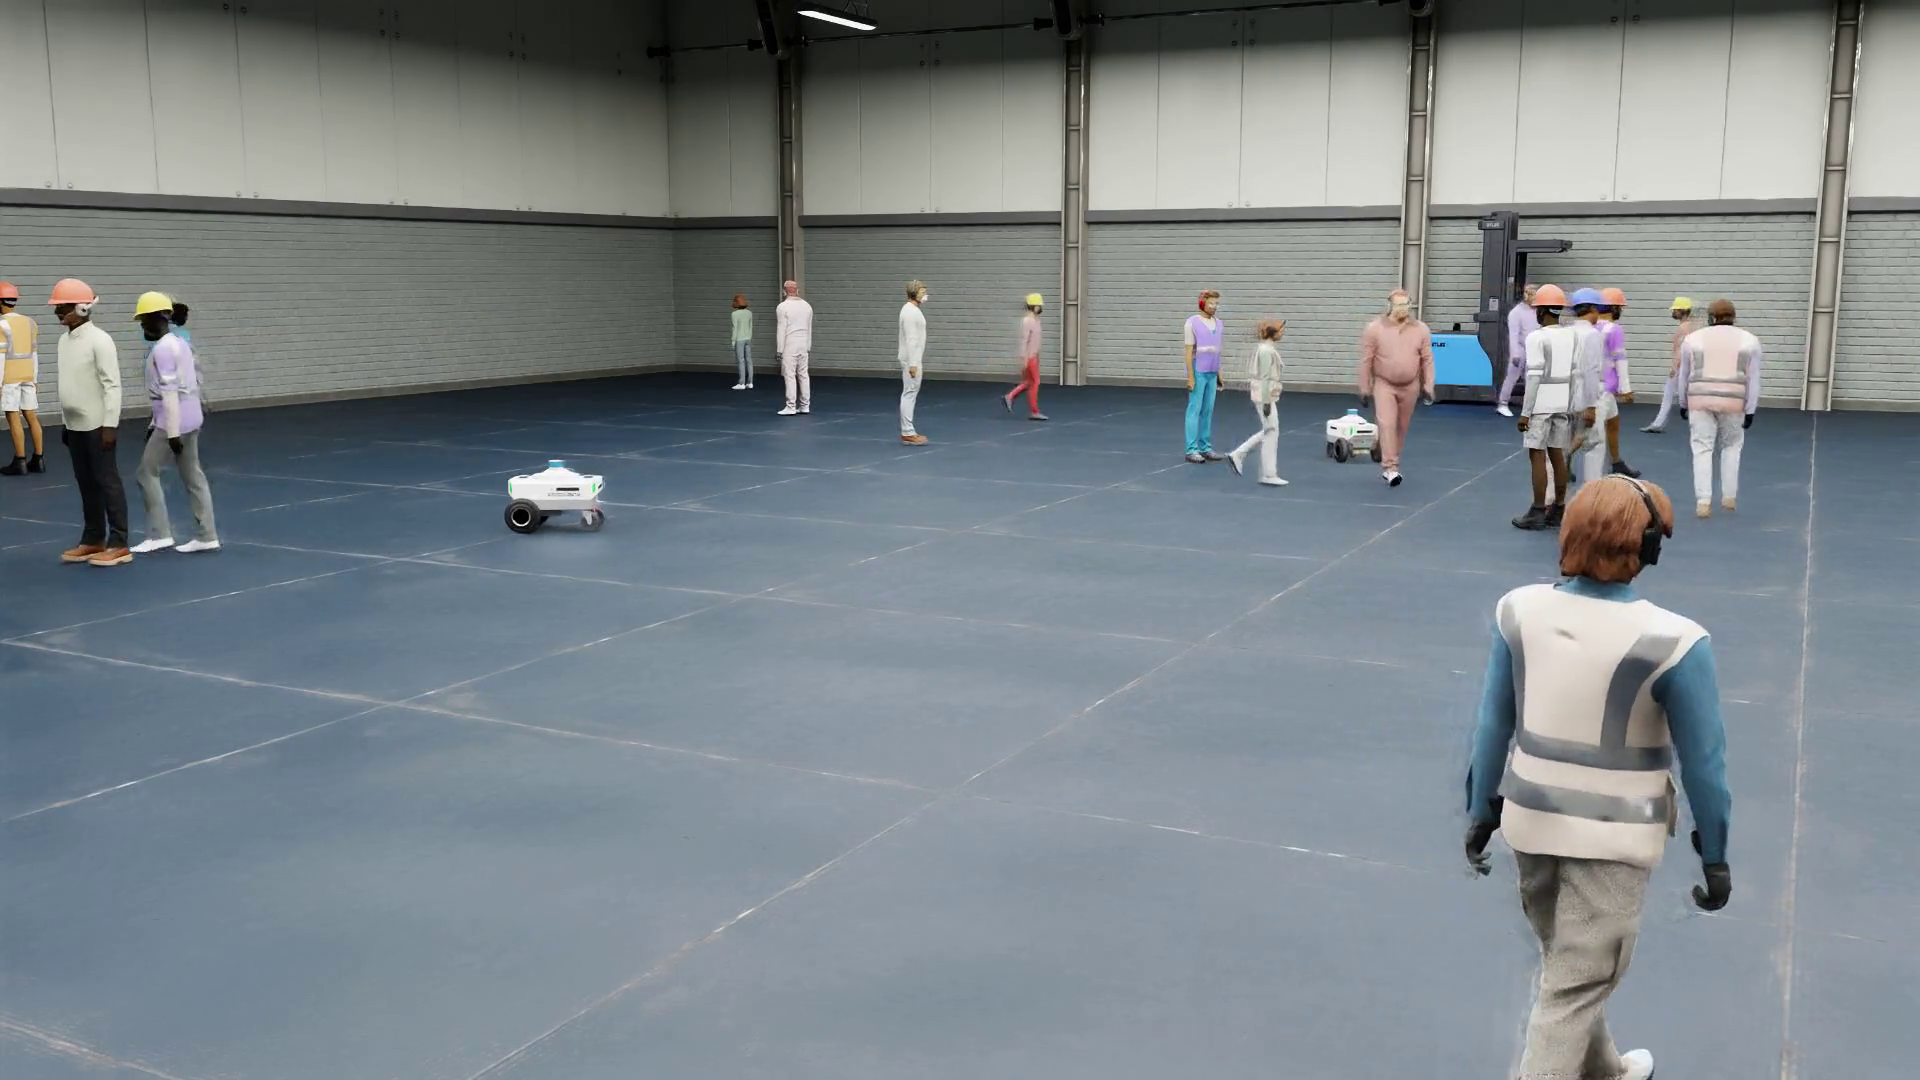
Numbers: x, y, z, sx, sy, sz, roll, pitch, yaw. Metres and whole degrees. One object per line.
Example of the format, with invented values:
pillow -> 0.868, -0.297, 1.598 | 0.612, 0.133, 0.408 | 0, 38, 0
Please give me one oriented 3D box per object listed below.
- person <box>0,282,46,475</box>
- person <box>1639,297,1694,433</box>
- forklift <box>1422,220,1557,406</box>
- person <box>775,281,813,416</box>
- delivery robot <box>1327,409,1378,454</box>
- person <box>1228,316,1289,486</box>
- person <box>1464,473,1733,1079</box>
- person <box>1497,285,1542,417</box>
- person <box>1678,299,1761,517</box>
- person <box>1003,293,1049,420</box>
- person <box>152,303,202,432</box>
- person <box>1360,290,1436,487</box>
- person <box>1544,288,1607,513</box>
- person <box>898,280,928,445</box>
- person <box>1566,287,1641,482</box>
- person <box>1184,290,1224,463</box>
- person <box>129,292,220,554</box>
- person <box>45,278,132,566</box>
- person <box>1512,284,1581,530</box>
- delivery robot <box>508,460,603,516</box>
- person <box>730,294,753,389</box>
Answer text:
person -> -9.585, -1.636, 16.824 | 0.373, 1.934, 0.552 | 2, 9, 14
person -> 9.099, -2.184, 20.858 | 0.898, 1.725, 0.550 | 4, 10, 23
forklift -> 8.245, -3.527, 25.720 | 1.873, 2.768, 1.129 | 5, 10, 27
person -> -2.392, -2.727, 23.661 | 0.399, 1.905, 0.643 | 8, 12, 40
delivery robot -> 4.272, -1.182, 18.121 | 0.477, 0.478, 0.707 | -1, 9, -9
person -> 2.886, -1.335, 15.918 | 0.495, 1.621, 0.521 | 1, 9, 9
person -> 1.459, 0.654, 3.703 | 0.818, 1.600, 0.546 | -6, 11, -35
person -> 7.872, -2.609, 23.117 | 0.653, 1.857, 1.023 | -4, 10, -24
person -> 6.430, -1.129, 14.134 | 0.617, 1.803, 0.814 | 4, 10, 23
person -> 0.913, -2.534, 22.974 | 0.625, 1.749, 0.520 | 3, 10, 18
person -> -9.659, -2.080, 20.444 | 0.540, 1.636, 0.800 | 6, 11, 32
person -> 4.179, -1.436, 15.818 | 0.664, 1.854, 0.978 | 0, 9, -1
person -> 5.139, -1.121, 13.753 | 0.711, 1.901, 0.638 | -2, 9, -13
person -> -0.555, -2.108, 19.729 | 0.366, 1.938, 0.630 | 0, 9, 1
person -> 6.233, -1.516, 16.236 | 0.980, 1.898, 0.546 | -1, 9, -5
person -> 2.626, -1.776, 17.970 | 0.564, 1.845, 0.390 | -9, 13, -44
person -> -5.761, -0.838, 12.031 | 0.705, 1.892, 0.593 | -2, 9, -9
person -> -6.106, -0.822, 11.626 | 0.622, 1.992, 0.396 | 6, 11, 33
person -> 4.662, -1.062, 13.282 | 0.552, 1.935, 0.367 | -5, 11, -30
delivery robot -> -3.222, -0.397, 13.278 | 0.707, 0.478, 0.477 | 0, 9, -2
person -> -3.789, -3.435, 28.850 | 0.281, 1.634, 0.498 | 6, 11, 35
